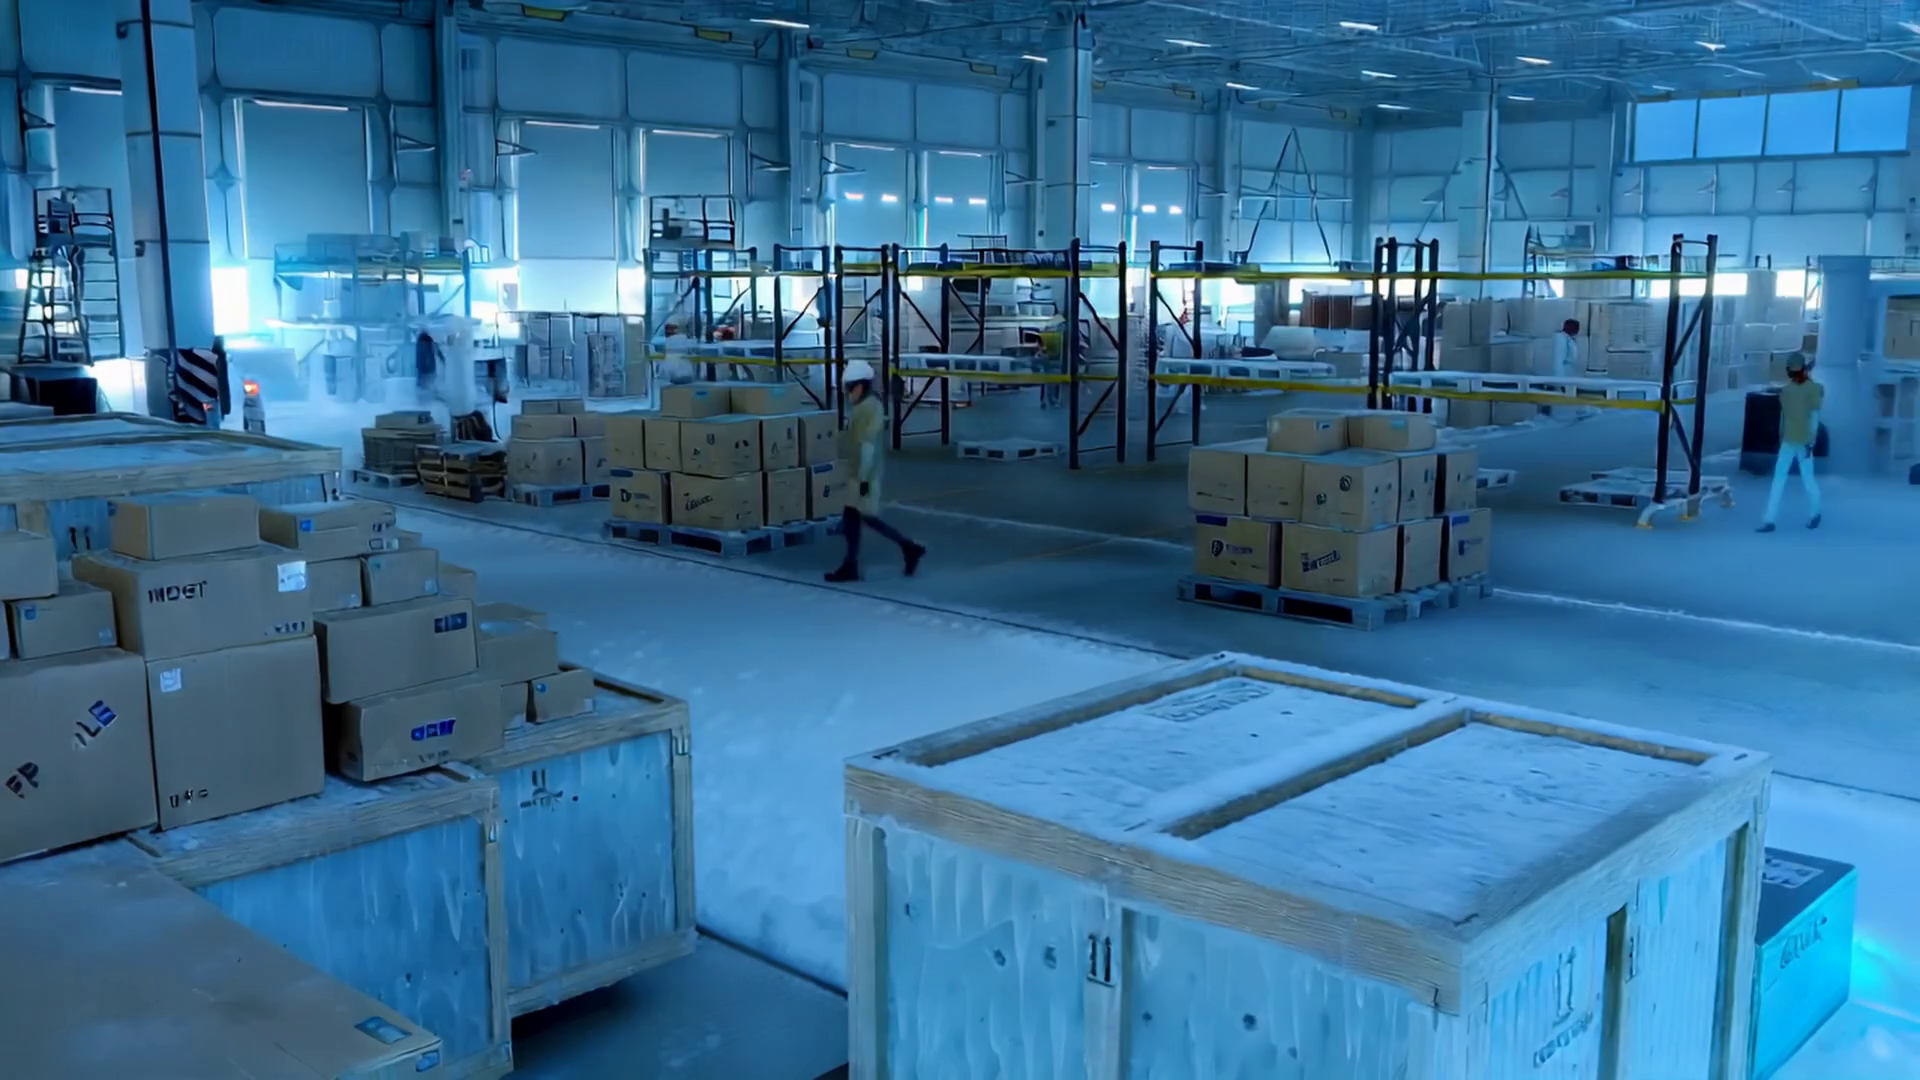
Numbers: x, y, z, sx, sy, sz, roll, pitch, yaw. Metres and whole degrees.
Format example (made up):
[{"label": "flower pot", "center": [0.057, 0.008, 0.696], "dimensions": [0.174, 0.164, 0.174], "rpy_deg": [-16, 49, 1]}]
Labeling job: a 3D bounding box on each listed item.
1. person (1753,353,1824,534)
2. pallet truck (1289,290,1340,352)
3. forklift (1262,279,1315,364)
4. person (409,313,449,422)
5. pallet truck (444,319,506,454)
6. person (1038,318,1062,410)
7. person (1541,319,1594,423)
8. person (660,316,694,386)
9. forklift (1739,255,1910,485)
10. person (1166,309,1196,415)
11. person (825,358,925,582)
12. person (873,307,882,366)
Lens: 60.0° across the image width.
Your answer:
[{"label": "person", "center": [8.464, -0.977, 16.770], "dimensions": [0.936, 1.831, 0.512], "rpy_deg": [-6, 11, -32]}, {"label": "pallet truck", "center": [11.297, -6.951, 52.861], "dimensions": [1.885, 1.965, 0.823], "rpy_deg": [-5, 11, -29]}, {"label": "forklift", "center": [8.555, -6.090, 44.881], "dimensions": [1.873, 2.768, 1.129], "rpy_deg": [9, 13, 43]}, {"label": "person", "center": [-9.107, -2.936, 28.556], "dimensions": [0.884, 1.908, 0.554], "rpy_deg": [-4, 10, -21]}, {"label": "pallet truck", "center": [-6.981, -1.942, 22.150], "dimensions": [1.885, 1.965, 0.823], "rpy_deg": [1, 9, 9]}, {"label": "person", "center": [1.714, -3.329, 31.468], "dimensions": [0.500, 1.733, 0.333], "rpy_deg": [-5, 10, -27]}, {"label": "person", "center": [10.573, -2.927, 28.842], "dimensions": [0.945, 1.789, 0.667], "rpy_deg": [5, 11, 28]}, {"label": "person", "center": [-4.752, -2.782, 27.671], "dimensions": [0.897, 1.871, 0.584], "rpy_deg": [2, 10, 15]}, {"label": "forklift", "center": [11.046, -2.186, 20.949], "dimensions": [1.873, 2.768, 1.129], "rpy_deg": [9, 13, 43]}, {"label": "person", "center": [4.046, -3.233, 30.304], "dimensions": [0.622, 1.931, 0.389], "rpy_deg": [-3, 10, -17]}, {"label": "person", "center": [-0.734, -0.586, 14.103], "dimensions": [0.758, 1.916, 0.547], "rpy_deg": [-3, 10, -17]}, {"label": "person", "center": [-2.175, -5.399, 44.474], "dimensions": [0.324, 1.631, 0.522], "rpy_deg": [-1, 9, -4]}]
